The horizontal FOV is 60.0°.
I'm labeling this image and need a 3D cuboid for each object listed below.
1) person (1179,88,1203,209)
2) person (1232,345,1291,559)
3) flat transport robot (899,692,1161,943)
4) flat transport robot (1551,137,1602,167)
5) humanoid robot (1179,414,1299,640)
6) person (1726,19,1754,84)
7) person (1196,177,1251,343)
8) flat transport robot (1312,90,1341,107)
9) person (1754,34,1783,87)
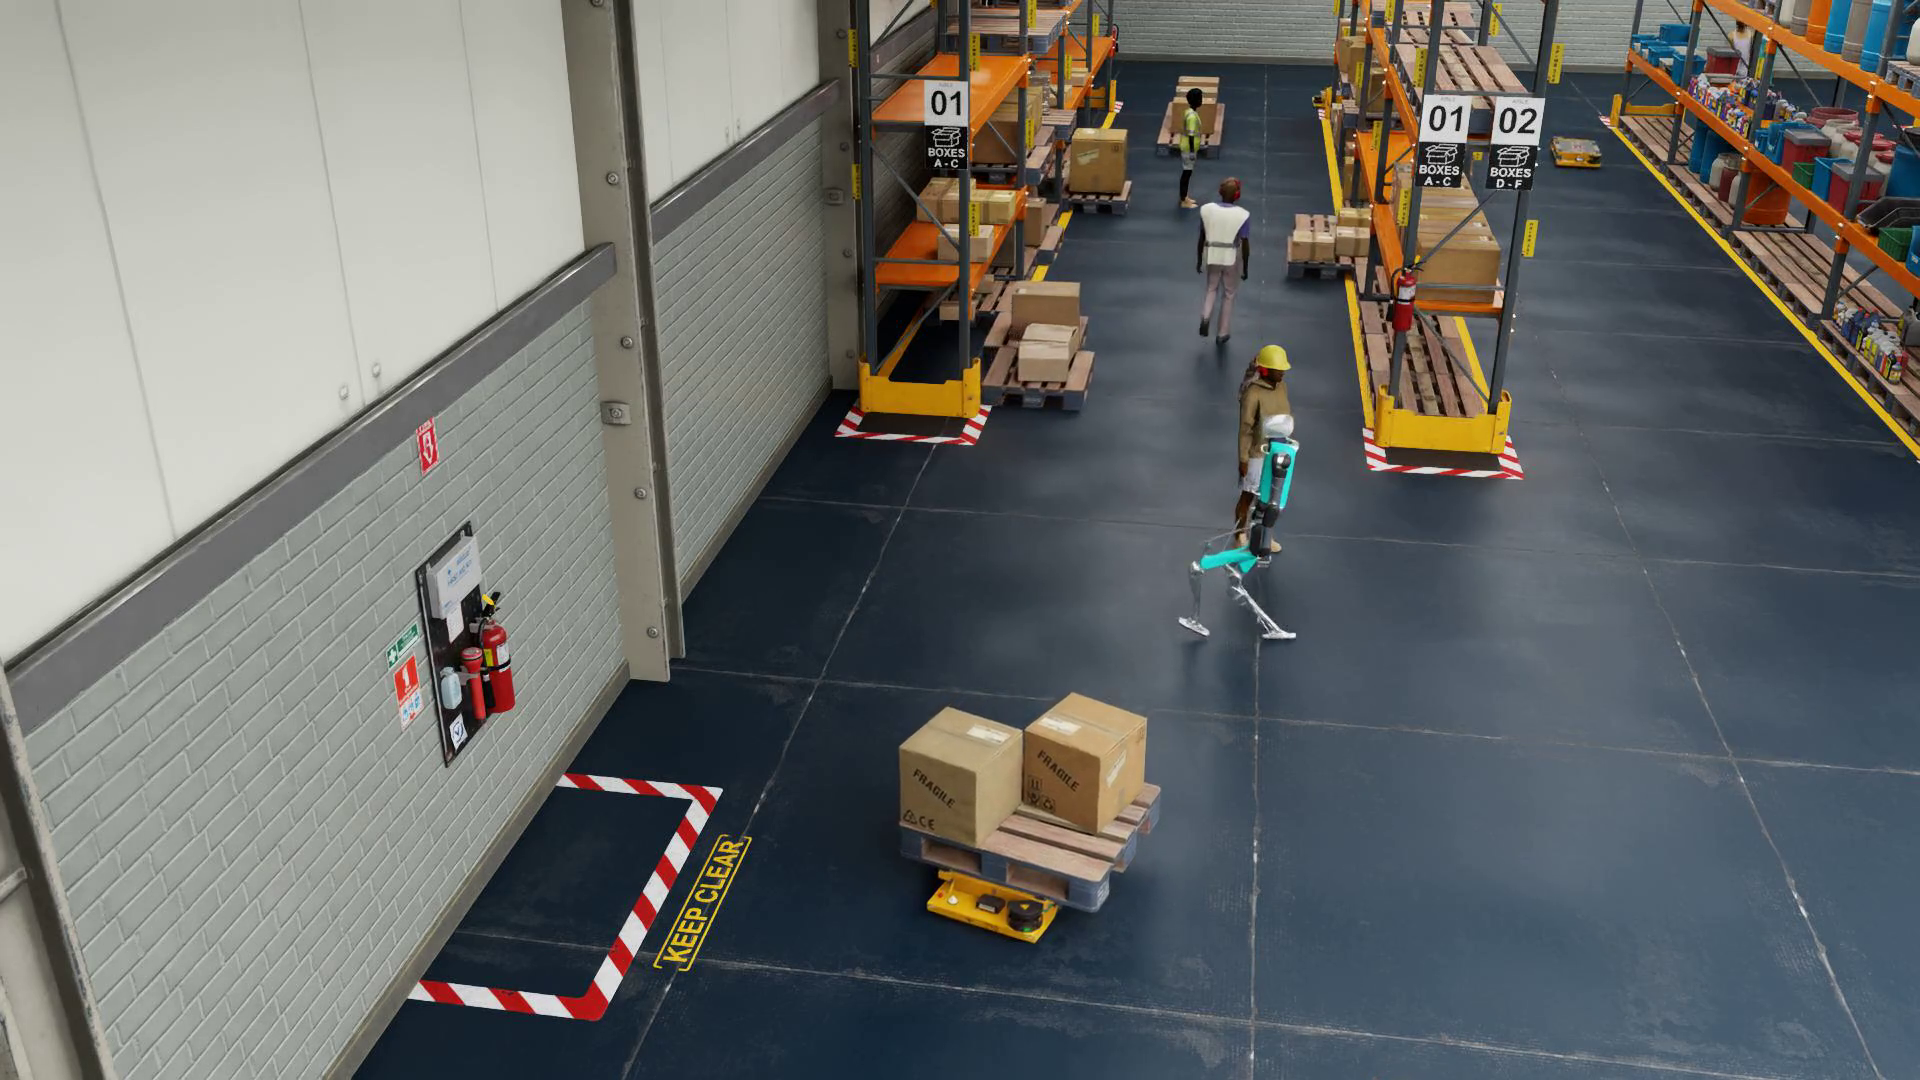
[{"bbox_3d":[3.258,-5.541,23.539,0.320,1.689,0.533,2,25,4],"label":"person"},{"bbox_3d":[2.372,-0.708,13.119,0.541,1.758,0.411,-19,31,-34],"label":"person"},{"bbox_3d":[0.424,1.768,9.575,0.659,0.231,1.431,12,28,24],"label":"flat transport robot"},{"bbox_3d":[9.863,-6.208,26.644,0.659,0.231,1.431,6,26,13],"label":"flat transport robot"},{"bbox_3d":[1.929,-0.047,11.789,1.027,1.778,0.543,4,25,9],"label":"humanoid robot"},{"bbox_3d":[13.814,-8.372,29.444,0.647,1.827,0.363,3,25,6],"label":"person"},{"bbox_3d":[2.835,-3.000,17.933,0.585,1.813,0.474,12,28,24],"label":"person"},{"bbox_3d":[7.257,-8.138,30.775,1.431,0.231,0.659,4,25,9],"label":"flat transport robot"},{"bbox_3d":[15.837,-9.763,32.484,0.321,1.769,0.523,-17,30,-32],"label":"person"}]
